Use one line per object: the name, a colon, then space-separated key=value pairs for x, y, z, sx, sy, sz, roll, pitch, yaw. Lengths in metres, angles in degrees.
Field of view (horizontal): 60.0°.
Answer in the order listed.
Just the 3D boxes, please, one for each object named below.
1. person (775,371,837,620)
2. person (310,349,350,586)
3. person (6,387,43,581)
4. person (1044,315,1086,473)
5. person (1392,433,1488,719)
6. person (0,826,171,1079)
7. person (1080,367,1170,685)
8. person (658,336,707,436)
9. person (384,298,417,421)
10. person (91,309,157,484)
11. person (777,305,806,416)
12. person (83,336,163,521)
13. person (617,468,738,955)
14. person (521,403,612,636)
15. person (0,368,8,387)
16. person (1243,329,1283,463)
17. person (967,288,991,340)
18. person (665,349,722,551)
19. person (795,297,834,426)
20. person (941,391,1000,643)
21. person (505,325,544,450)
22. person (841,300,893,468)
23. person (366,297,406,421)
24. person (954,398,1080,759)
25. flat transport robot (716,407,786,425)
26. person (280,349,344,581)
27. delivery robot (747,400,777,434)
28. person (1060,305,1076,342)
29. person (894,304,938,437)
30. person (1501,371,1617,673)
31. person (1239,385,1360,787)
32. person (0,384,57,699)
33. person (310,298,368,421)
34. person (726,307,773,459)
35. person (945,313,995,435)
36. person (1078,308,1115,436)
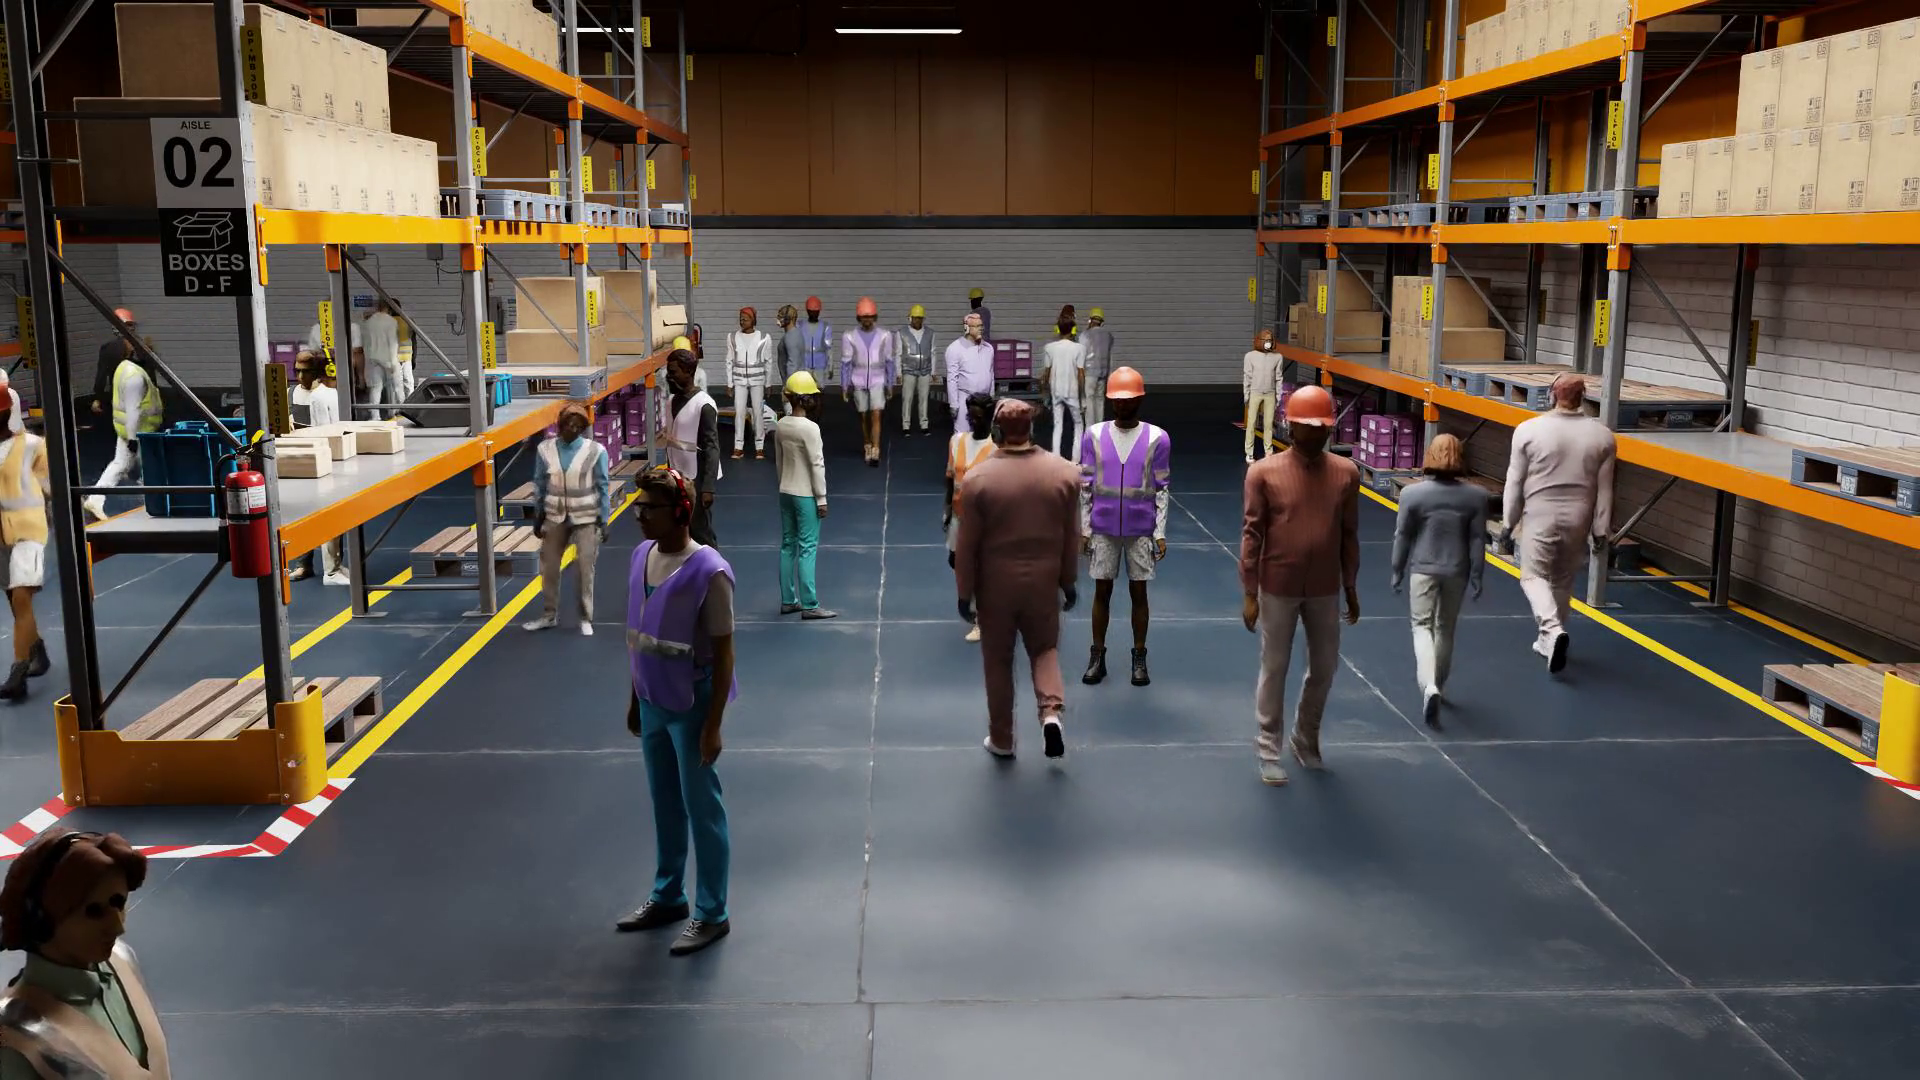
person: x=-1.120 y=-0.317 z=11.873 sx=0.306 sy=1.771 sz=0.522 roll=-8 pitch=13 yaw=-39
person: x=-4.897 y=-0.582 z=13.050 sx=0.316 sy=1.875 sz=0.531 roll=-2 pitch=10 yaw=-13
person: x=-7.484 y=-0.555 z=12.880 sx=0.574 sy=1.883 sz=0.355 roll=0 pitch=10 yaw=-1
person: x=1.229 y=-1.650 z=19.077 sx=0.557 sy=1.847 sz=0.697 roll=4 pitch=11 yaw=22
person: x=2.725 y=0.199 z=9.449 sx=0.504 sy=1.610 sz=0.735 roll=1 pitch=10 yaw=7
person: x=-1.614 y=1.325 z=3.087 sx=0.312 sy=1.638 sz=0.512 roll=-1 pitch=10 yaw=-5
person: x=0.990 y=-0.079 z=10.071 sx=0.543 sy=1.939 sz=0.360 roll=2 pitch=10 yaw=10
person: x=-2.805 y=-1.196 z=16.858 sx=0.482 sy=1.734 sz=0.377 roll=0 pitch=10 yaw=-1
person: x=-8.425 y=-2.685 z=24.861 sx=0.626 sy=1.844 sz=0.429 roll=-9 pitch=13 yaw=-40
person: x=-9.285 y=-1.595 z=18.518 sx=1.031 sy=1.943 sz=0.608 roll=5 pitch=11 yaw=26
person: x=-2.008 y=-1.823 z=19.786 sx=0.370 sy=1.941 sz=0.627 roll=0 pitch=10 yaw=1
person: x=-7.978 y=-1.054 z=15.934 sx=0.924 sy=1.799 sz=0.680 roll=-7 pitch=12 yaw=-33
person: x=-1.062 y=0.636 z=6.343 sx=0.564 sy=1.848 sz=0.388 roll=10 pitch=14 yaw=44
person: x=-2.667 y=-0.131 z=11.293 sx=0.642 sy=1.608 sz=0.344 roll=2 pitch=10 yaw=10
person: x=-9.071 y=-1.011 z=15.391 sx=0.553 sy=1.906 sz=0.951 roll=-9 pitch=14 yaw=-42
person: x=3.681 y=-1.745 z=20.226 sx=0.497 sy=1.629 sz=0.276 roll=-1 pitch=10 yaw=-7
person: x=0.291 y=-3.192 z=27.446 sx=0.383 sy=1.924 sz=0.594 roll=5 pitch=11 yaw=27
person: x=-1.942 y=-0.430 z=12.086 sx=0.372 sy=1.916 sz=0.597 roll=-8 pitch=13 yaw=-38
person: x=-2.052 y=-2.427 z=23.230 sx=0.583 sy=1.905 sz=0.905 roll=-1 pitch=10 yaw=-5
person: x=0.151 y=-0.173 z=11.280 sx=0.563 sy=1.693 sz=0.503 roll=8 pitch=13 yaw=38
person: x=-5.587 y=-2.153 z=21.749 sx=0.631 sy=1.909 sz=0.904 roll=-1 pitch=10 yaw=-3
person: x=-1.113 y=-1.874 z=19.934 sx=0.628 sy=1.980 sz=1.067 roll=0 pitch=10 yaw=-2
person: x=-8.319 y=-2.603 z=24.247 sx=0.638 sy=1.890 sz=0.896 roll=5 pitch=11 yaw=25
person: x=0.293 y=0.221 z=8.509 sx=0.669 sy=1.892 sz=0.550 roll=-3 pitch=11 yaw=-14
flat transport robot: x=-3.201 y=-1.801 z=24.313 sx=1.431 sy=0.197 sz=0.652 roll=9 pitch=14 yaw=42
person: x=-5.121 y=-0.587 z=13.167 sx=0.507 sy=1.844 sz=0.345 roll=0 pitch=10 yaw=1
delivery robot: x=-2.668 y=-1.647 z=22.400 sx=0.477 sy=0.478 sz=0.707 roll=-2 pitch=10 yaw=-12
person: x=1.806 y=-3.103 z=27.761 sx=0.280 sy=1.636 sz=0.500 roll=2 pitch=10 yaw=9
person: x=-0.608 y=-2.331 z=22.936 sx=0.628 sy=1.828 sz=0.403 roll=-4 pitch=11 yaw=-20
person: x=3.760 y=-0.118 z=10.448 sx=0.650 sy=1.883 sz=0.810 roll=0 pitch=10 yaw=2
person: x=1.680 y=0.219 z=8.288 sx=0.642 sy=1.985 sz=0.505 roll=-2 pitch=10 yaw=-10
person: x=-5.697 y=-0.023 z=9.953 sx=0.554 sy=1.873 sz=1.014 roll=-2 pitch=10 yaw=-10
person: x=-7.914 y=-2.169 z=21.432 sx=0.705 sy=2.000 sz=0.836 roll=1 pitch=10 yaw=5
person: x=-2.606 y=-1.935 z=20.566 sx=0.574 sy=1.884 sz=0.361 roll=1 pitch=10 yaw=3
person: x=0.147 y=-1.496 z=18.046 sx=0.642 sy=1.913 sz=0.409 roll=-9 pitch=13 yaw=-39
person: x=1.804 y=-2.248 z=22.617 sx=0.706 sy=1.796 sz=0.509 roll=-7 pitch=13 yaw=-35
